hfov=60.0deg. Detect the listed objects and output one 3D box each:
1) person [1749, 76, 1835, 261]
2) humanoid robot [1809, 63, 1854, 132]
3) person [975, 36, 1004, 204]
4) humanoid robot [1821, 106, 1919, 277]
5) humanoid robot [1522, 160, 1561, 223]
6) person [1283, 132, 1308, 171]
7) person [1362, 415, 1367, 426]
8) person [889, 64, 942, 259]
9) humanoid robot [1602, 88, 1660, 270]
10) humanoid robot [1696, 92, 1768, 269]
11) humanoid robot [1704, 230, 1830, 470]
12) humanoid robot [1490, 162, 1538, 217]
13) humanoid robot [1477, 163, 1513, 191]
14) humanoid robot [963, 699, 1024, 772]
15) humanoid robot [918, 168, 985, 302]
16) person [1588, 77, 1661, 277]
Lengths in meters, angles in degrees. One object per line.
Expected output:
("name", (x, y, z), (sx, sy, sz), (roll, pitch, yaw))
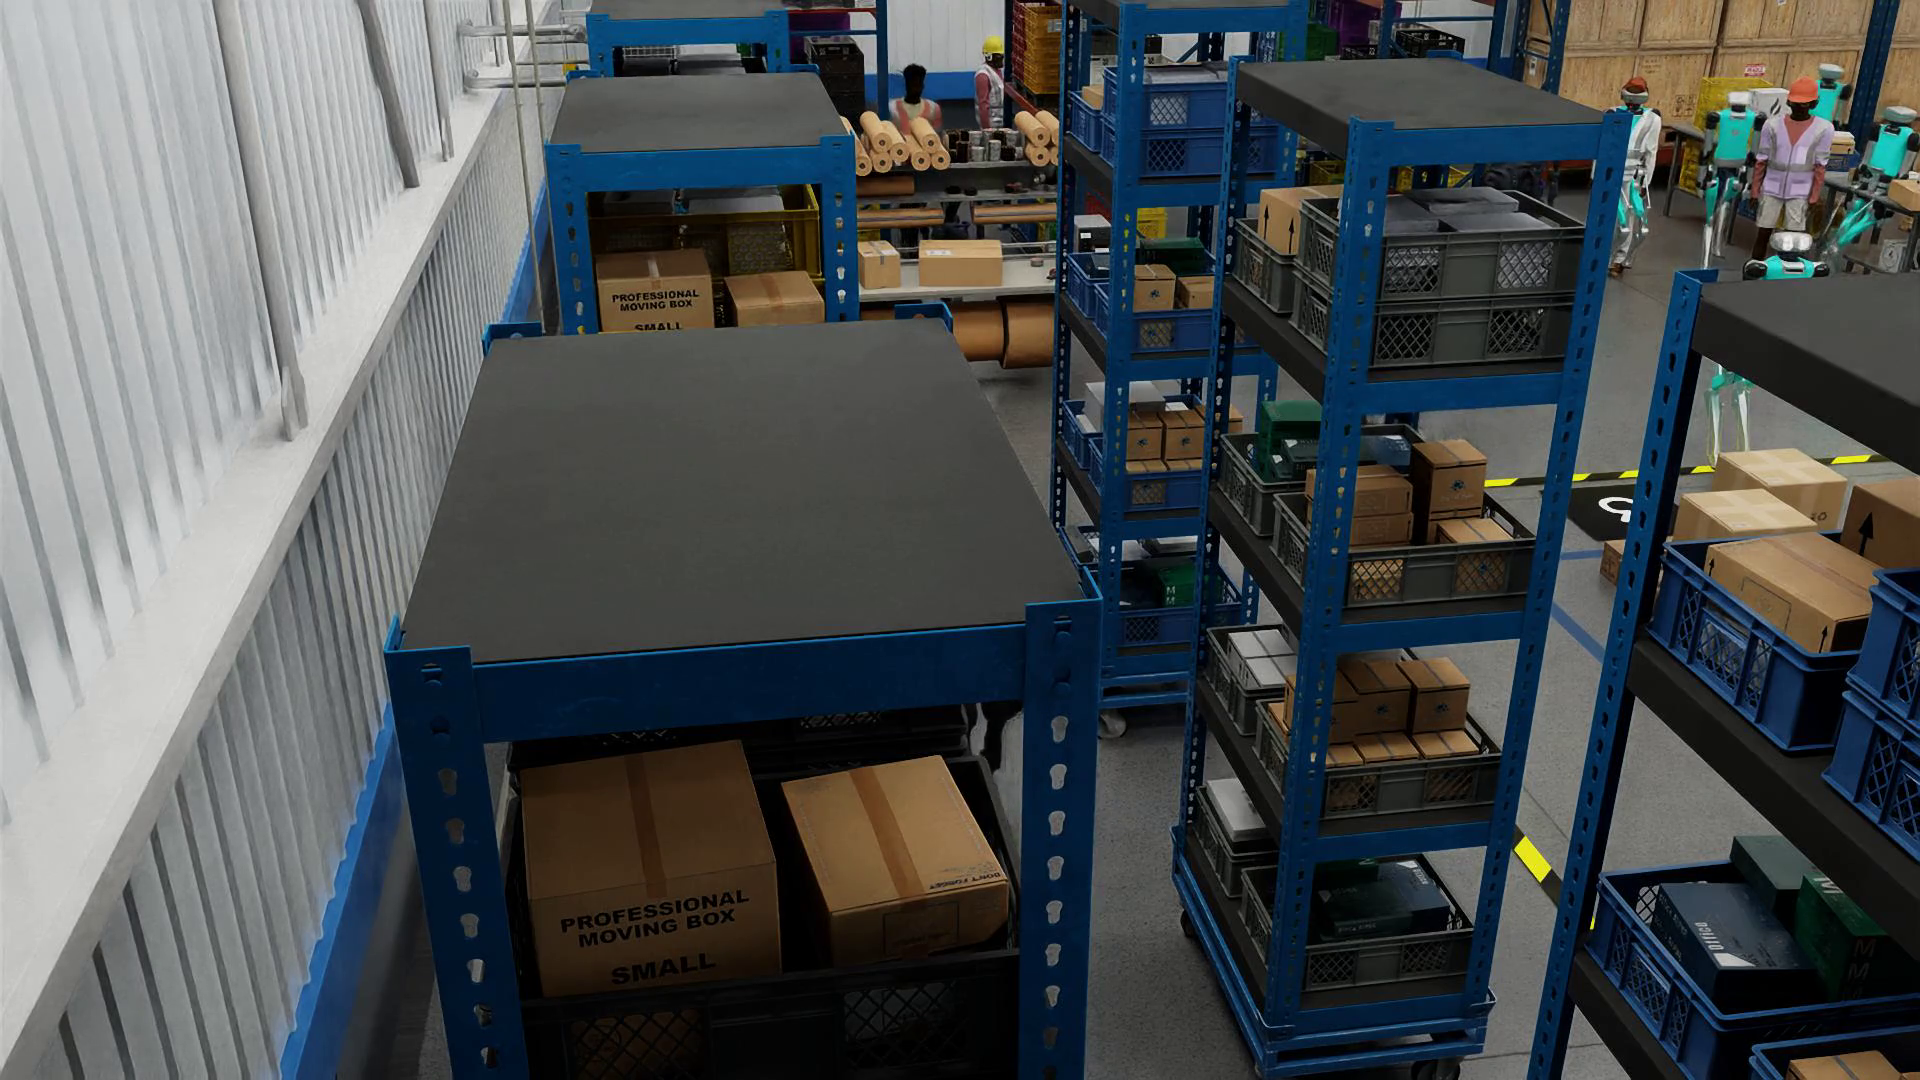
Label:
("person", (7.468, -3.154, 15.054), (0.598, 2.036, 0.400), (15, 29, 30))
("humanoid robot", (8.876, -3.942, 17.182), (0.568, 1.817, 0.838), (3, 25, 7))
("person", (0.375, -4.717, 18.679), (0.404, 1.830, 0.601), (7, 26, 16))
("humanoid robot", (8.135, -2.991, 15.104), (0.807, 1.818, 0.536), (-9, 26, -18))
("humanoid robot", (5.280, -3.226, 15.632), (0.616, 1.627, 0.549), (3, 25, 6))
("person", (3.218, -3.721, 16.505), (0.429, 1.844, 0.622), (6, 25, 12))
("person", (2.554, -1.284, 11.209), (0.643, 1.834, 0.615), (-4, 25, -8))
("person", (-0.442, -3.628, 16.170), (0.627, 1.945, 0.600), (-8, 26, -17))
("humanoid robot", (6.334, -3.369, 15.703), (0.533, 1.677, 0.735), (0, 25, -1))
("humanoid robot", (7.407, -3.495, 16.153), (0.539, 1.779, 0.870), (8, 26, 17))
("humanoid robot", (5.350, -1.311, 11.233), (0.533, 1.674, 0.735), (1, 25, 2))
("humanoid robot", (4.827, -2.781, 14.655), (0.342, 1.643, 0.588), (-16, 29, -31))
("humanoid robot", (4.580, -2.658, 14.392), (0.319, 1.651, 0.602), (13, 28, 27))
("humanoid robot", (0.044, 0.595, 7.340), (0.594, 1.634, 0.655), (-7, 25, -14))
("humanoid robot", (-0.086, -2.556, 14.219), (0.609, 1.640, 0.740), (5, 25, 10))
("person", (6.338, -3.479, 15.939), (0.578, 1.879, 0.349), (20, 31, 37))
